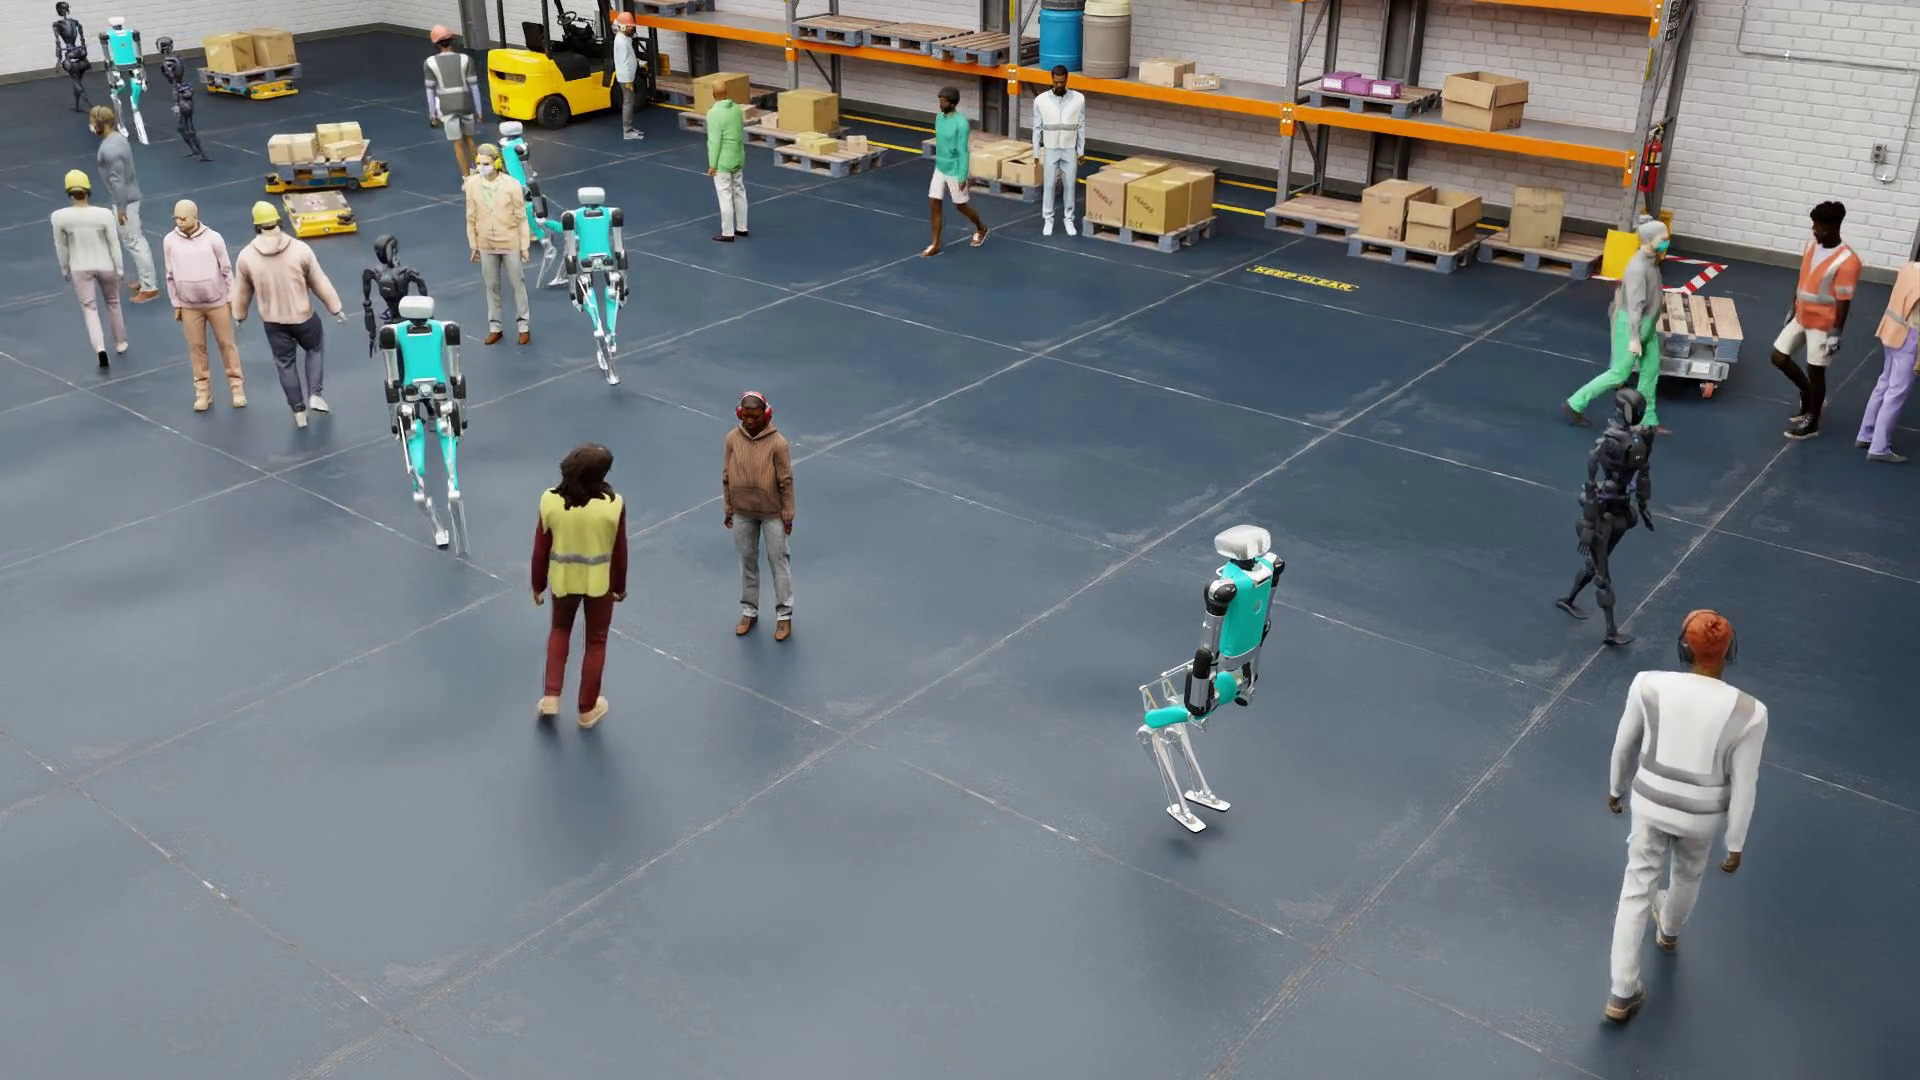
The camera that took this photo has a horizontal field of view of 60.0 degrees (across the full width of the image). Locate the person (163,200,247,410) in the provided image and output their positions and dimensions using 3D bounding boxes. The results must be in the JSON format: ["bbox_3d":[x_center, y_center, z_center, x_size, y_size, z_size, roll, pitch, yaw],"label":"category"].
[{"bbox_3d":[-6.319,-1.977,13.925,0.524,1.782,0.407,-6,26,-12],"label":"person"}]

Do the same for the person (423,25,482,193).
[{"bbox_3d":[-6.268,-5.347,20.648,0.616,2.005,0.716,-13,29,-25],"label":"person"}]

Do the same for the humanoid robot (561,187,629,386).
[{"bbox_3d":[-3.057,-2.098,14.269,0.541,1.736,1.091,-10,27,-20],"label":"humanoid robot"}]

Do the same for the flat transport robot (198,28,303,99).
[{"bbox_3d":[-11.311,-7.249,26.583,1.431,0.231,0.659,16,30,30],"label":"flat transport robot"}]

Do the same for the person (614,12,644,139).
[{"bbox_3d":[-4.671,-6.539,23.419,0.345,1.740,0.572,-5,26,-10],"label":"person"}]

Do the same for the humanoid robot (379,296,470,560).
[{"bbox_3d":[-3.617,-0.675,11.401,0.549,1.877,0.828,-7,27,-15],"label":"humanoid robot"}]

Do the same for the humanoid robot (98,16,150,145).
[{"bbox_3d":[-11.746,-6.453,23.296,0.530,1.779,1.000,-21,33,-37],"label":"humanoid robot"}]

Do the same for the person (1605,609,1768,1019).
[{"bbox_3d":[3.160,1.177,7.326,0.607,1.830,0.980,13,29,26],"label":"person"}]

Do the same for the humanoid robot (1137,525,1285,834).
[{"bbox_3d":[1.188,0.644,8.395,0.735,1.677,0.533,23,34,39],"label":"humanoid robot"}]

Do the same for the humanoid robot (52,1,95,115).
[{"bbox_3d":[-13.336,-7.222,24.956,0.740,1.626,0.615,8,27,16],"label":"humanoid robot"}]

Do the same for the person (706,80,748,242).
[{"bbox_3d":[-2.613,-4.227,18.587,0.387,1.781,0.537,16,30,30],"label":"person"}]

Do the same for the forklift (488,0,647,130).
[{"bbox_3d":[-5.874,-7.334,24.552,1.214,2.155,2.313,19,32,34],"label":"forklift"}]

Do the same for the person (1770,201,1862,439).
[{"bbox_3d":[6.826,-1.758,13.288,0.497,1.936,0.713,-4,26,-8],"label":"person"}]

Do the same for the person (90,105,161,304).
[{"bbox_3d":[-8.354,-3.355,16.648,0.345,1.924,0.711,-8,27,-17],"label":"person"}]

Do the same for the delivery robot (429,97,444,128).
[{"bbox_3d":[-7.487,-6.349,24.407,0.519,0.609,0.780,-3,26,-6],"label":"delivery robot"}]

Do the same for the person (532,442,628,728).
[{"bbox_3d":[-2.136,0.256,9.359,0.607,1.737,0.403,0,26,1],"label":"person"}]

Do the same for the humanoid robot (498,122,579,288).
[{"bbox_3d":[-4.204,-3.353,16.910,0.774,1.840,0.543,-18,31,-33],"label":"humanoid robot"}]

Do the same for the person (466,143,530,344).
[{"bbox_3d":[-4.256,-2.737,15.396,0.565,1.874,0.390,1,26,1],"label":"person"}]

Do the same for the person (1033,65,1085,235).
[{"bbox_3d":[1.116,-4.410,18.827,0.596,1.907,0.410,-2,26,-5],"label":"person"}]

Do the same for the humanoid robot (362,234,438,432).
[{"bbox_3d":[-4.487,-1.655,13.375,0.608,1.646,0.330,3,26,6],"label":"humanoid robot"}]

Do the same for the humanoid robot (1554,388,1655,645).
[{"bbox_3d":[4.101,-0.164,10.326,0.608,1.634,0.744,-13,29,-26],"label":"humanoid robot"}]

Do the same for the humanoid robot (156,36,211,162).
[{"bbox_3d":[-10.312,-5.837,22.048,0.443,1.644,0.585,-9,27,-17],"label":"humanoid robot"}]

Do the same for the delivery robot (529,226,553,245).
[{"bbox_3d":[-4.900,-3.581,18.641,0.499,0.579,0.774,-12,28,-24],"label":"delivery robot"}]

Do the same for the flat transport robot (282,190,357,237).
[{"bbox_3d":[-7.532,-3.841,19.525,0.659,0.231,1.431,-12,28,-23],"label":"flat transport robot"}]

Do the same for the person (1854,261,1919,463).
[{"bbox_3d":[7.306,-1.498,12.875,0.380,1.837,0.565,4,26,7],"label":"person"}]

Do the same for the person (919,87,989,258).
[{"bbox_3d":[-0.058,-4.028,18.134,0.860,1.821,0.505,-22,33,-38],"label":"person"}]

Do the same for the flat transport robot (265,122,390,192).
[{"bbox_3d":[-8.028,-4.622,21.143,1.431,0.231,0.659,-5,26,-11],"label":"flat transport robot"}]

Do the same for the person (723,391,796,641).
[{"bbox_3d":[-1.235,-0.163,10.326,0.462,1.648,0.327,6,26,13],"label":"person"}]

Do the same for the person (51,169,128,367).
[{"bbox_3d":[-7.775,-2.428,14.905,0.523,1.743,0.781,-11,28,-22],"label":"person"}]

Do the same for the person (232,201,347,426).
[{"bbox_3d":[-5.468,-1.832,13.557,0.878,1.839,0.489,-6,26,-13],"label":"person"}]

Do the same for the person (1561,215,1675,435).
[{"bbox_3d":[5.419,-1.729,13.378,0.845,1.813,0.533,16,30,30],"label":"person"}]
